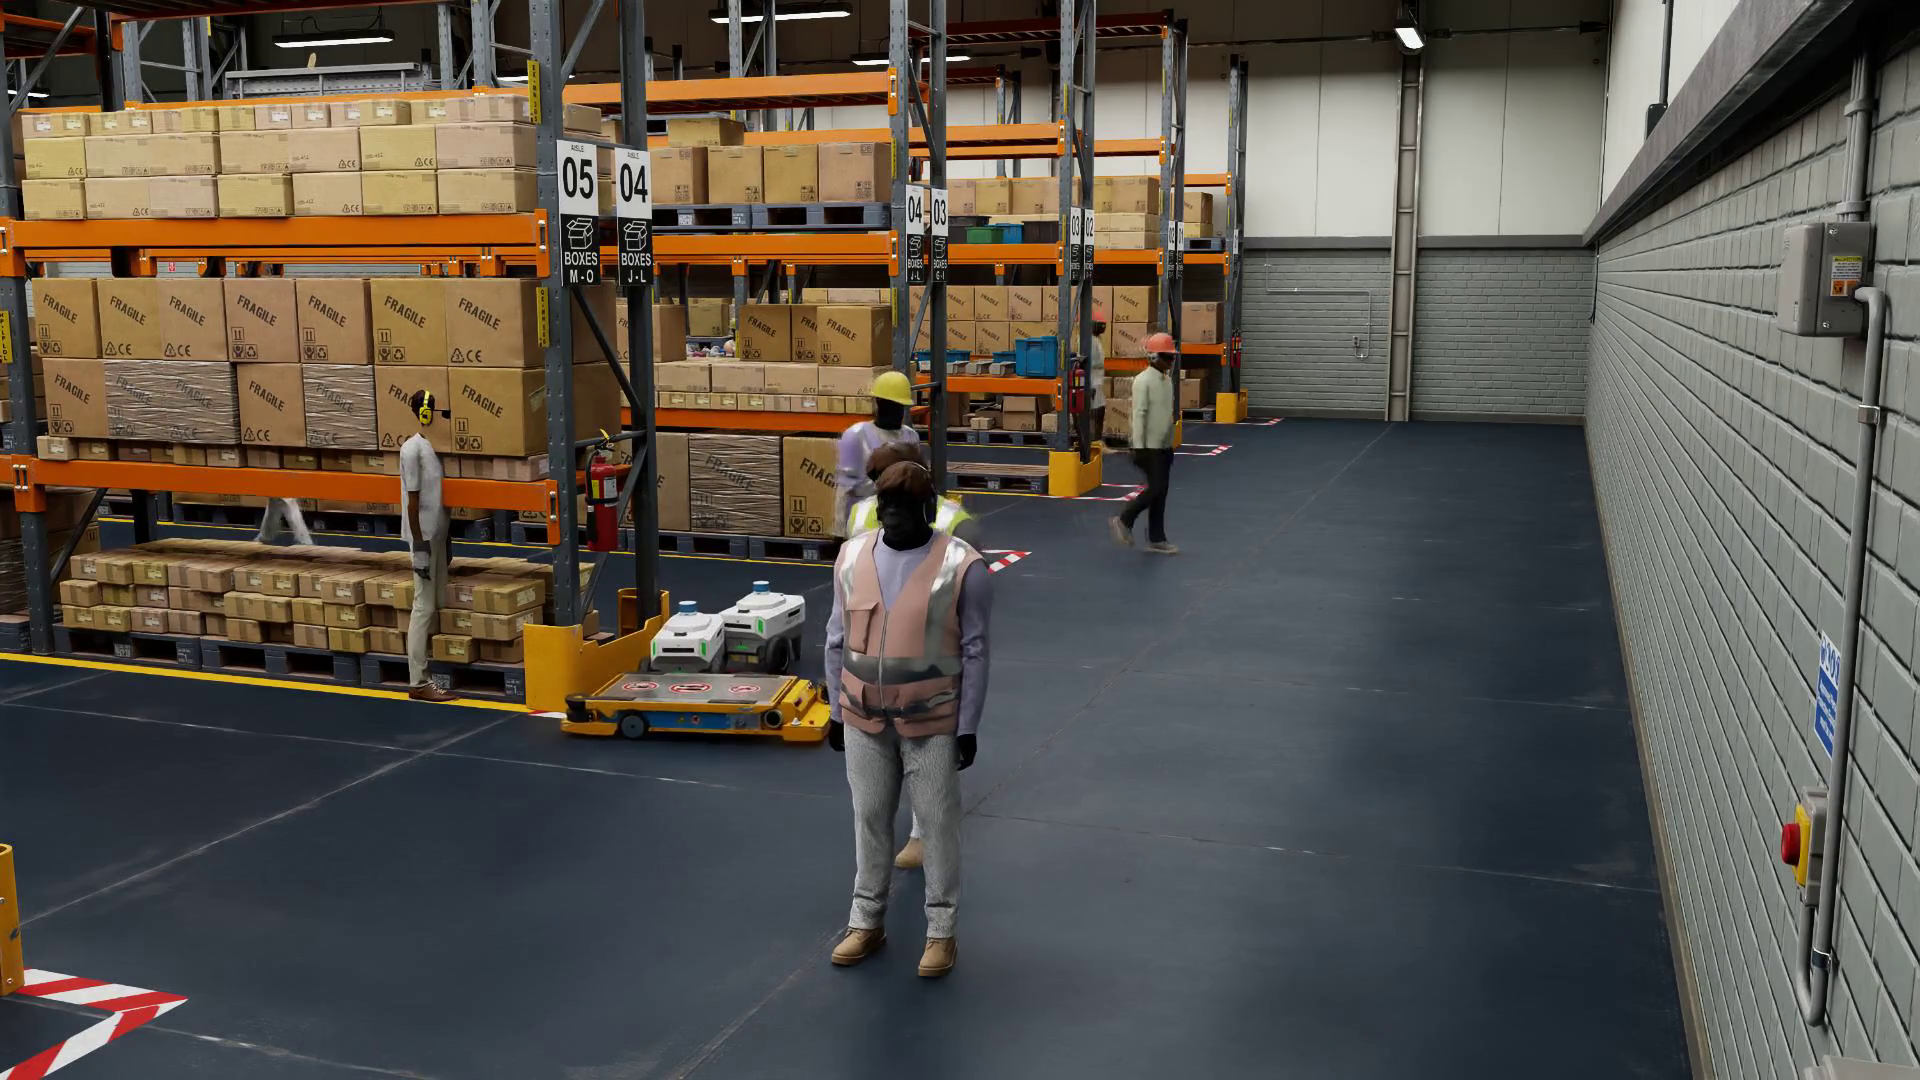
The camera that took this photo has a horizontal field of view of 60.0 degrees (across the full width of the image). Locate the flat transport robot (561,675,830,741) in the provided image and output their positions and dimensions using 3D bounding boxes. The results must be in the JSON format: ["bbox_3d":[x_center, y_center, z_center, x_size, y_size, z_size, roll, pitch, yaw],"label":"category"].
[{"bbox_3d":[-1.401,0.907,9.167,1.431,0.197,0.652,1,9,6],"label":"flat transport robot"}]

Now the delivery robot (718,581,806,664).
[{"bbox_3d":[-1.250,0.504,10.509,0.477,0.478,0.707,3,10,18],"label":"delivery robot"}]

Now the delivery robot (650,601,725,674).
[{"bbox_3d":[-1.612,0.605,9.872,0.477,0.478,0.707,0,9,0],"label":"delivery robot"}]

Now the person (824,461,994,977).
[{"bbox_3d":[-0.203,0.636,5.966,0.627,1.846,0.429,3,10,19],"label":"person"}]

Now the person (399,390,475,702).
[{"bbox_3d":[-3.094,0.021,9.766,0.333,1.860,0.510,0,9,2],"label":"person"}]

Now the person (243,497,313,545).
[{"bbox_3d":[-5.956,-0.714,14.426,0.977,1.837,0.597,4,10,24],"label":"person"}]

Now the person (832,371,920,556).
[{"bbox_3d":[-0.473,-0.094,10.308,0.616,1.904,0.453,-8,12,-40],"label":"person"}]

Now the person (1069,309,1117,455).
[{"bbox_3d":[1.776,-2.166,22.896,0.724,2.027,0.628,3,9,16],"label":"person"}]

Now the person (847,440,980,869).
[{"bbox_3d":[-0.178,0.449,7.279,0.633,1.804,0.747,5,10,28],"label":"person"}]

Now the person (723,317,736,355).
[{"bbox_3d":[-3.064,-2.134,23.037,0.385,1.921,0.586,4,10,21],"label":"person"}]

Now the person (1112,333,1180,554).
[{"bbox_3d":[1.706,-0.857,14.846,0.506,1.980,0.639,6,11,34],"label":"person"}]
